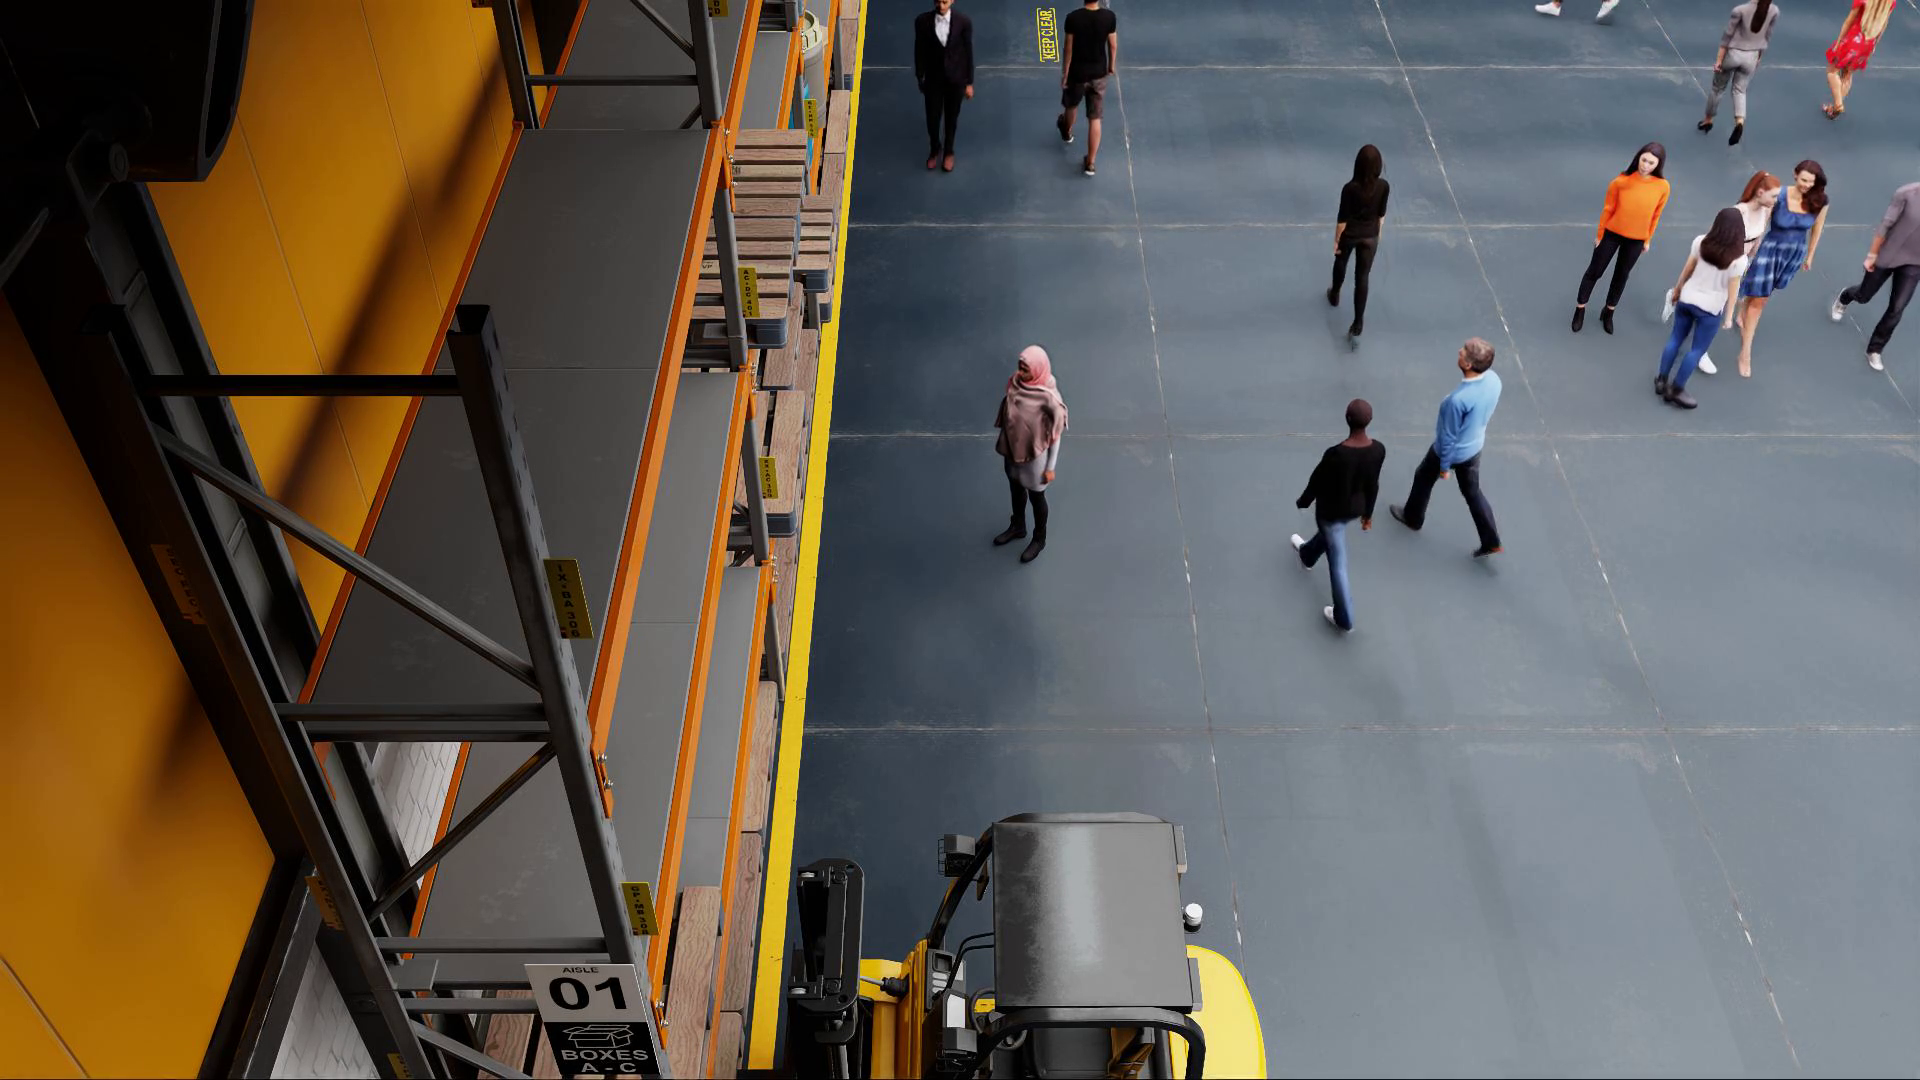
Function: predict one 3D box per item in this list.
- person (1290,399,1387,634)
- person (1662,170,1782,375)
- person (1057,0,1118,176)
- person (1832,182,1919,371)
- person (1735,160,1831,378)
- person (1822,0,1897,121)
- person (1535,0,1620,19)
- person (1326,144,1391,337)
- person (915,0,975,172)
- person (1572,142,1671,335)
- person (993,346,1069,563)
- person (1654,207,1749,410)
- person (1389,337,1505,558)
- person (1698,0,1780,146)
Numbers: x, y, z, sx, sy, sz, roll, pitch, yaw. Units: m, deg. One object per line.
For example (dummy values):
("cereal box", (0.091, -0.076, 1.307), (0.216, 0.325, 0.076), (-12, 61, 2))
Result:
("person", (2.584, -0.125, 11.140), (0.897, 1.700, 1.238), (-15, 46, -15))
("person", (6.079, -2.213, 13.313), (0.871, 1.727, 1.086), (-14, 45, -15))
("person", (1.190, -4.255, 15.388), (0.786, 1.820, 1.164), (-5, 44, -6))
("person", (7.510, -2.316, 13.349), (0.810, 1.826, 1.102), (7, 44, 7))
("person", (6.534, -2.267, 13.347), (0.694, 1.758, 1.169), (3, 44, 3))
("person", (8.691, -4.754, 16.084), (0.575, 1.583, 0.719), (1, 44, 1))
("person", (6.732, -6.344, 17.631), (0.860, 1.752, 1.062), (10, 45, 10))
("person", (3.284, -2.427, 13.621), (0.605, 1.612, 1.052), (3, 44, 3))
("person", (-0.126, -4.341, 15.444), (0.700, 1.868, 0.607), (1, 44, 1))
("person", (5.407, -2.478, 13.574), (0.657, 1.749, 0.610), (7, 44, 7))
("person", (0.479, -0.604, 11.568), (0.733, 1.803, 0.792), (34, 53, 30))
("person", (5.742, -1.792, 12.912), (0.828, 1.669, 0.738), (-23, 48, -22))
("person", (3.550, -0.618, 11.592), (1.068, 1.791, 1.230), (-26, 50, -25))
("person", (7.400, -4.506, 15.768), (0.629, 1.660, 0.911), (2, 44, 2))
